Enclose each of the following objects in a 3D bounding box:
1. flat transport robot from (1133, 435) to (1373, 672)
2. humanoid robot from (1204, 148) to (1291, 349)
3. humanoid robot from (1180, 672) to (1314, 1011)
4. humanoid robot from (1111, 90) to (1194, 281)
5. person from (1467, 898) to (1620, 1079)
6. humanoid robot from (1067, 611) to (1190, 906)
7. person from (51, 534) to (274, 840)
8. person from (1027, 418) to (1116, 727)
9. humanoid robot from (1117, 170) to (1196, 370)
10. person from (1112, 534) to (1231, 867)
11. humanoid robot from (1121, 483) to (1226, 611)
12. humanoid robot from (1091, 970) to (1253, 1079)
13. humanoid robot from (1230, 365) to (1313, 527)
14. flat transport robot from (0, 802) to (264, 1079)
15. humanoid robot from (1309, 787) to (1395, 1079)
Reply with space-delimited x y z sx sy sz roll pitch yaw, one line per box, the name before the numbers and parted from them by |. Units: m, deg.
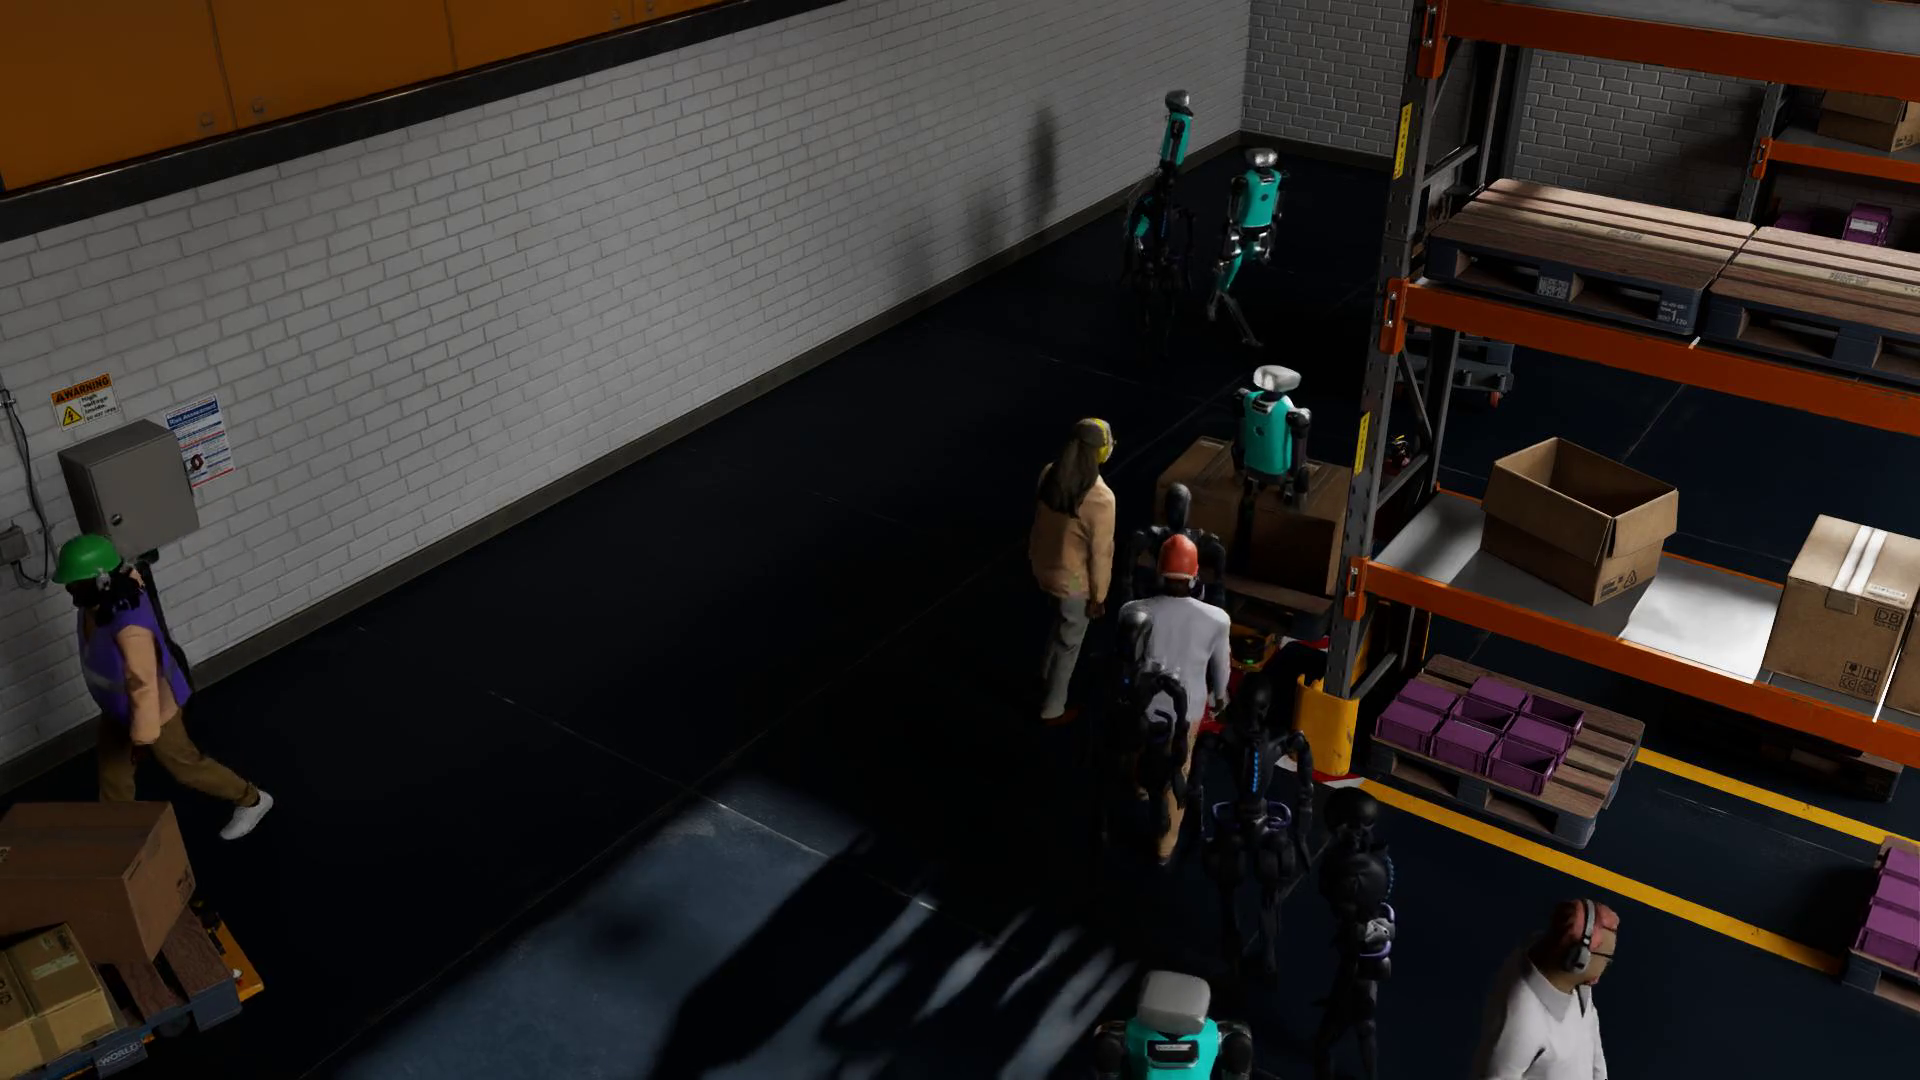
flat transport robot | 1.825 0.346 10.440 0.659 0.231 1.431 16 34 26
humanoid robot | 2.301 -2.514 13.977 0.531 1.736 1.008 -11 32 -18
humanoid robot | 1.279 1.333 7.324 0.584 1.647 0.392 1 30 1
humanoid robot | 1.705 -3.149 15.142 0.744 1.894 0.542 6 30 10
person | 2.074 2.047 5.903 0.941 1.861 0.654 15 33 24
humanoid robot | 0.825 1.014 7.903 0.590 1.620 0.727 13 32 21
person | -3.971 0.791 8.053 0.550 1.884 0.980 22 37 33
person | 0.617 0.189 9.147 0.501 1.847 0.566 -21 36 -32
humanoid robot | 1.574 -2.170 13.395 0.611 1.652 0.347 2 30 3
person | 1.047 0.737 8.315 0.578 1.708 0.853 5 30 8
humanoid robot | 1.158 0.397 8.965 0.597 1.641 0.619 3 30 5
humanoid robot | 0.700 2.371 5.577 0.563 1.885 0.739 1 30 2
humanoid robot | 1.974 -0.242 10.070 0.736 1.862 0.545 -25 38 -36
flat transport robot | -3.936 2.103 7.391 1.431 0.231 0.659 -23 37 -34
humanoid robot | 1.610 1.698 6.704 0.457 1.634 0.611 9 31 15
